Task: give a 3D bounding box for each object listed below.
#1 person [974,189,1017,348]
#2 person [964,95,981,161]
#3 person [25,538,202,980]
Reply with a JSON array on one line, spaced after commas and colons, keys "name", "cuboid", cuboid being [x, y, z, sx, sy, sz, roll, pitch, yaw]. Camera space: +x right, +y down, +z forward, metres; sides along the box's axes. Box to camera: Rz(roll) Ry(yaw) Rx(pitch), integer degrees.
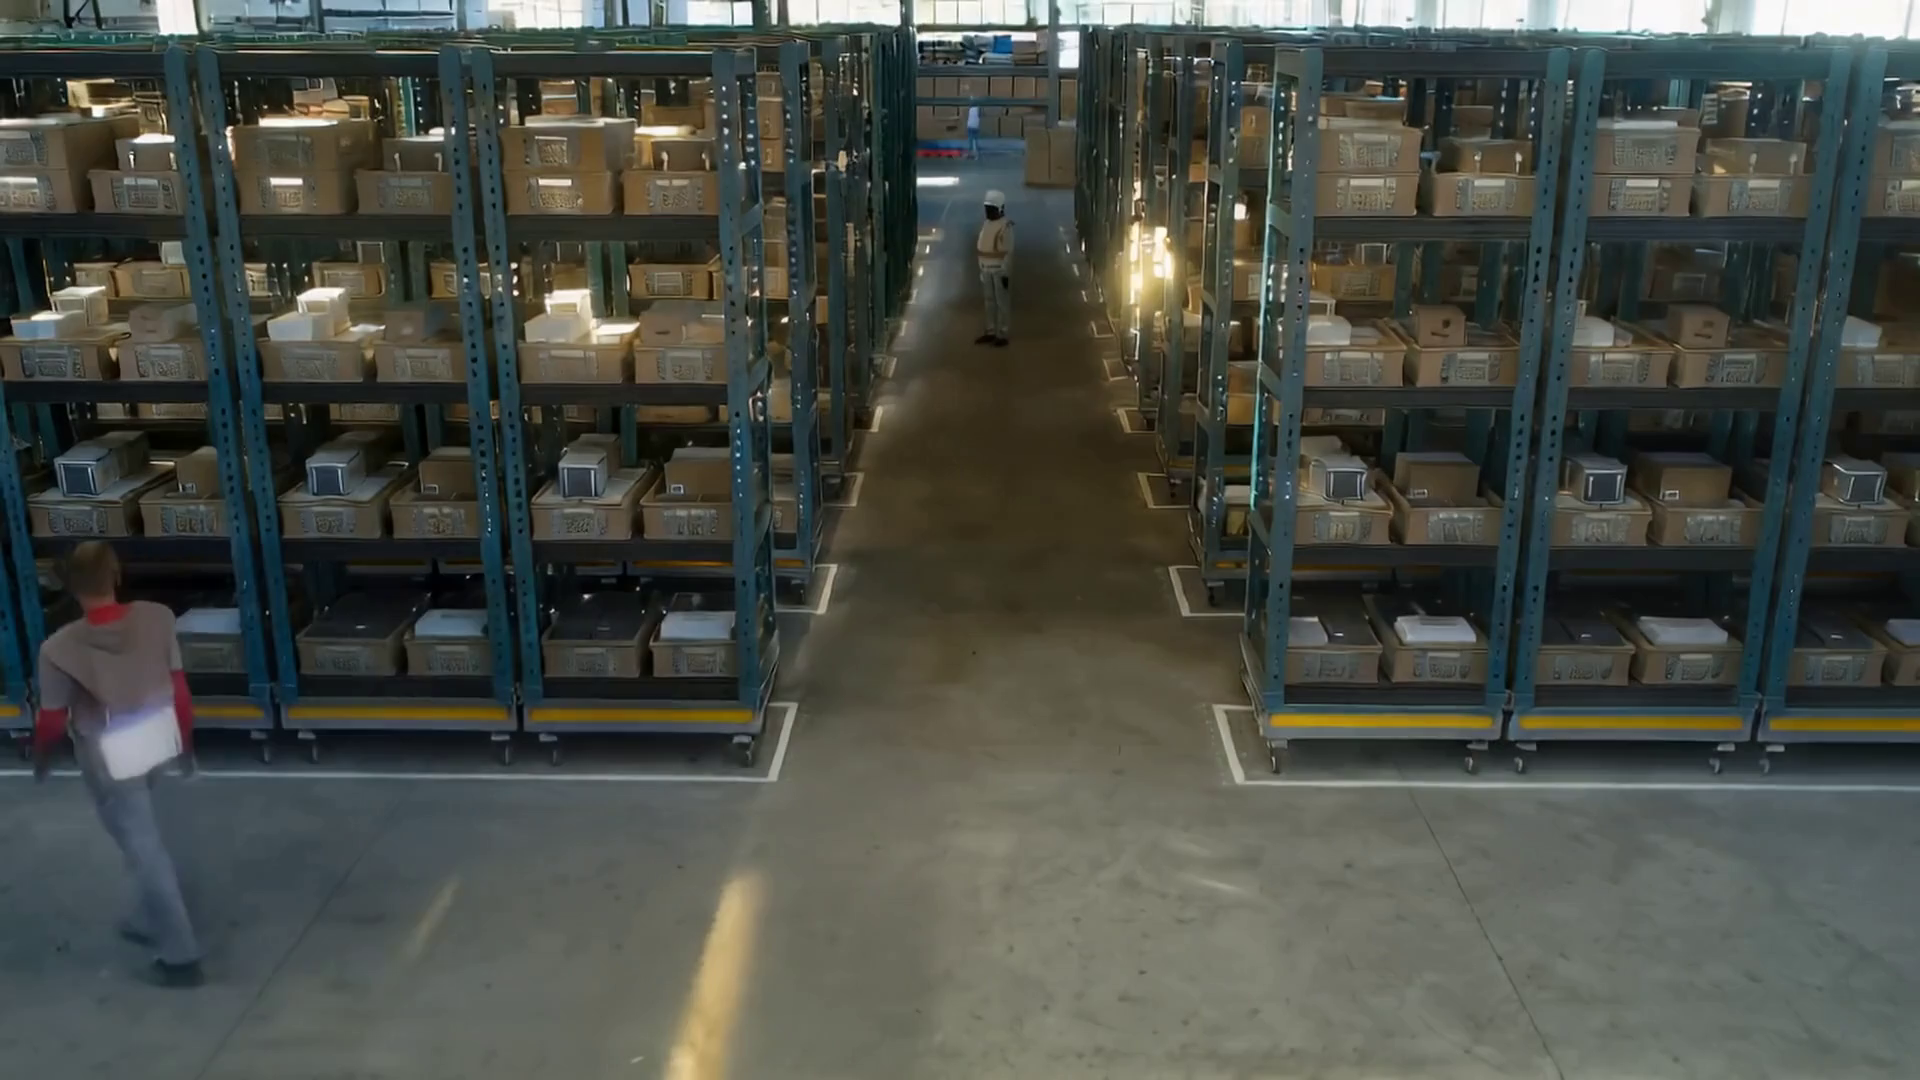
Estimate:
[{"name": "person", "cuboid": [0.405, -3.178, 19.484, 0.404, 1.836, 0.586, -11, 20, -31]}, {"name": "person", "cuboid": [0.309, -11.110, 44.920, 0.622, 1.747, 0.535, 2, 17, 5]}, {"name": "person", "cuboid": [-3.380, 0.878, 6.576, 0.727, 1.815, 0.594, 6, 18, 18]}]
